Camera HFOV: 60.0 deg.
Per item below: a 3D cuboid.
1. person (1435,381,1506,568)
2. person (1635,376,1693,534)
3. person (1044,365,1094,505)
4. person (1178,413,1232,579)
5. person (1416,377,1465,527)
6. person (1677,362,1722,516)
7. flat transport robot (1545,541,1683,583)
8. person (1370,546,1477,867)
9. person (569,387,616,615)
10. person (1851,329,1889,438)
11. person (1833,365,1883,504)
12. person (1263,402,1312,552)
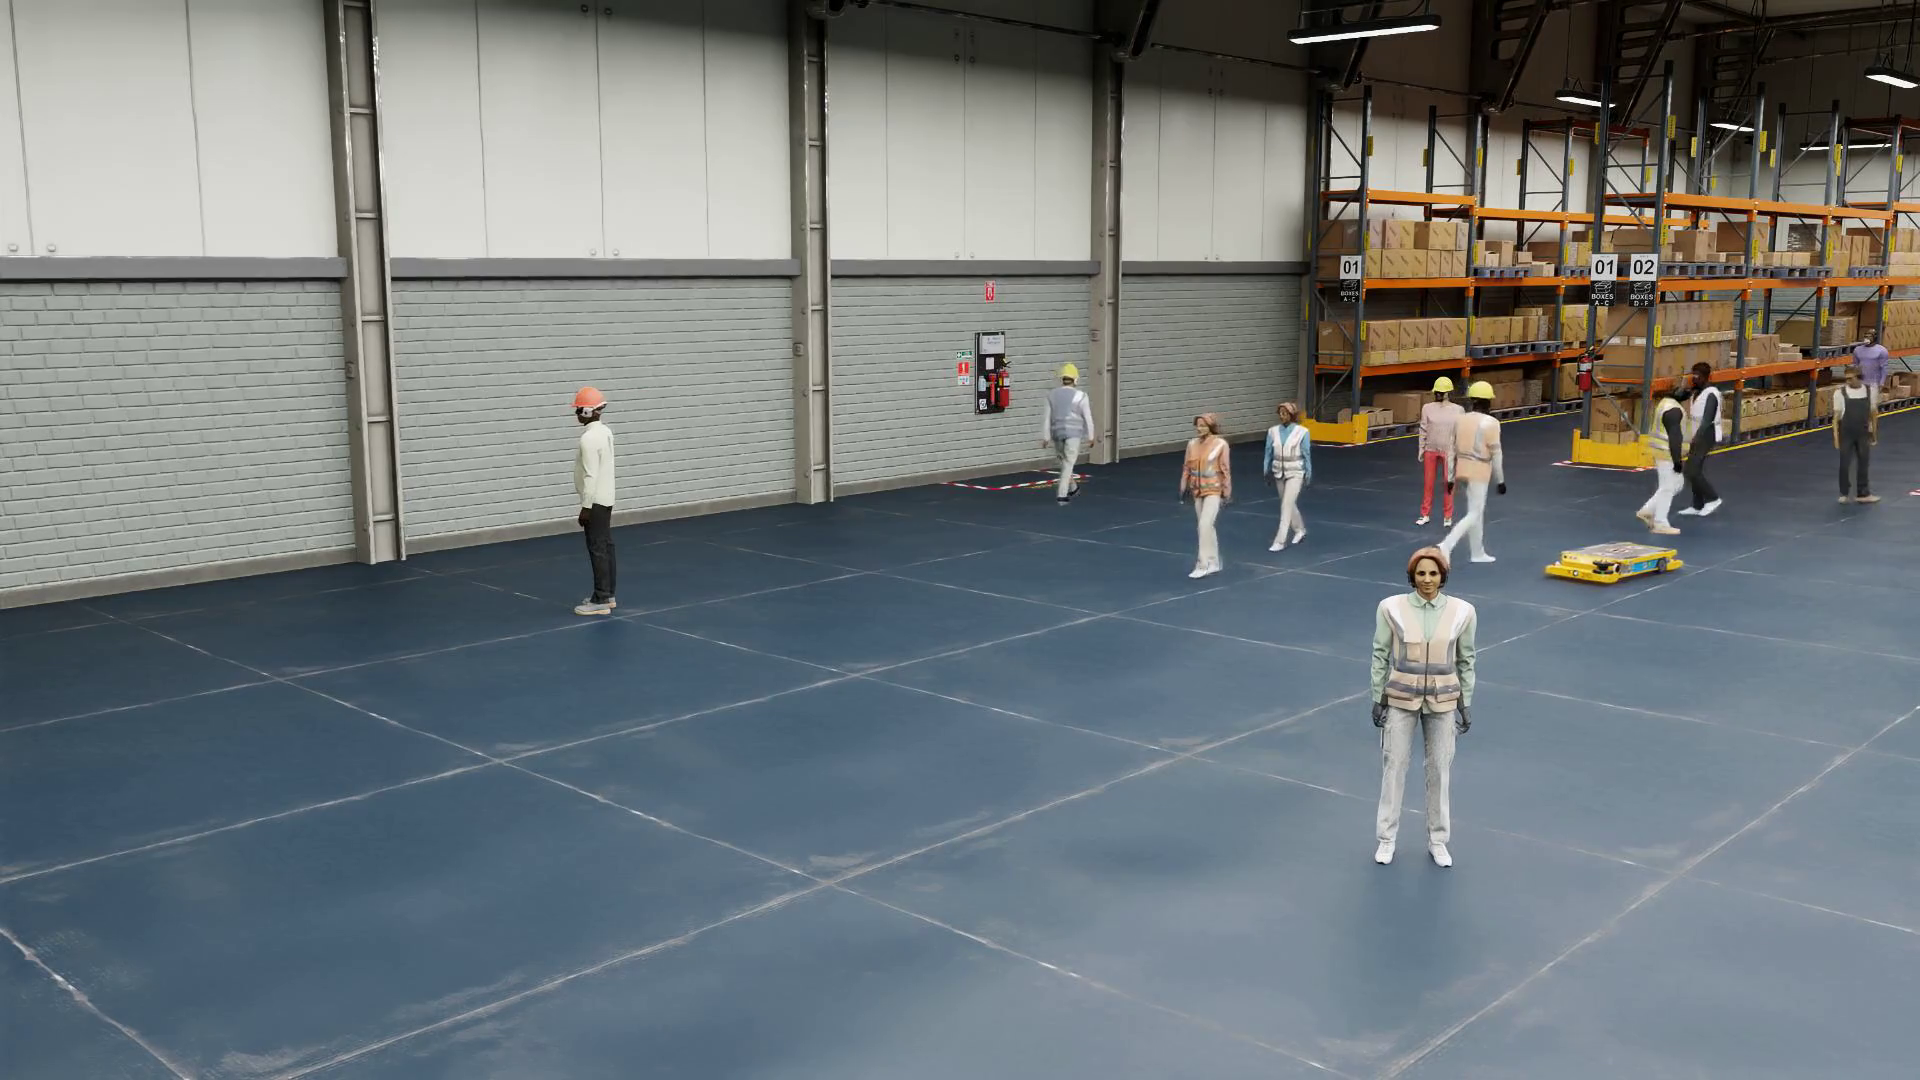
[{"bbox_3d":[5.155,-0.660,16.833,0.829,1.899,0.587,-4,10,-23],"label":"person"},{"bbox_3d":[8.040,-0.952,18.856,0.452,1.814,0.635,4,10,22],"label":"person"},{"bbox_3d":[1.425,-1.368,21.488,0.618,1.776,0.965,5,11,29],"label":"person"},{"bbox_3d":[2.343,-0.431,16.257,0.680,1.610,0.536,-8,12,-39],"label":"person"},{"bbox_3d":[5.634,-1.034,19.513,0.523,1.761,0.328,5,11,28],"label":"person"},{"bbox_3d":[8.967,-1.208,20.154,0.453,1.895,0.606,1,9,6],"label":"person"},{"bbox_3d":[6.496,0.206,16.479,1.431,0.197,0.652,-7,12,-38],"label":"flat transport robot"},{"bbox_3d":[2.342,0.841,8.444,0.517,1.641,0.308,1,9,9],"label":"person"},{"bbox_3d":[-3.212,-0.345,14.600,0.382,1.995,0.612,0,9,2],"label":"person"},{"bbox_3d":[16.214,-2.799,29.726,0.356,1.938,0.638,-6,11,-33],"label":"person"},{"bbox_3d":[11.486,-1.342,21.263,0.679,1.803,0.443,1,9,9],"label":"person"},{"bbox_3d":[3.572,-0.708,17.998,0.527,1.599,0.833,9,13,43],"label":"person"}]
